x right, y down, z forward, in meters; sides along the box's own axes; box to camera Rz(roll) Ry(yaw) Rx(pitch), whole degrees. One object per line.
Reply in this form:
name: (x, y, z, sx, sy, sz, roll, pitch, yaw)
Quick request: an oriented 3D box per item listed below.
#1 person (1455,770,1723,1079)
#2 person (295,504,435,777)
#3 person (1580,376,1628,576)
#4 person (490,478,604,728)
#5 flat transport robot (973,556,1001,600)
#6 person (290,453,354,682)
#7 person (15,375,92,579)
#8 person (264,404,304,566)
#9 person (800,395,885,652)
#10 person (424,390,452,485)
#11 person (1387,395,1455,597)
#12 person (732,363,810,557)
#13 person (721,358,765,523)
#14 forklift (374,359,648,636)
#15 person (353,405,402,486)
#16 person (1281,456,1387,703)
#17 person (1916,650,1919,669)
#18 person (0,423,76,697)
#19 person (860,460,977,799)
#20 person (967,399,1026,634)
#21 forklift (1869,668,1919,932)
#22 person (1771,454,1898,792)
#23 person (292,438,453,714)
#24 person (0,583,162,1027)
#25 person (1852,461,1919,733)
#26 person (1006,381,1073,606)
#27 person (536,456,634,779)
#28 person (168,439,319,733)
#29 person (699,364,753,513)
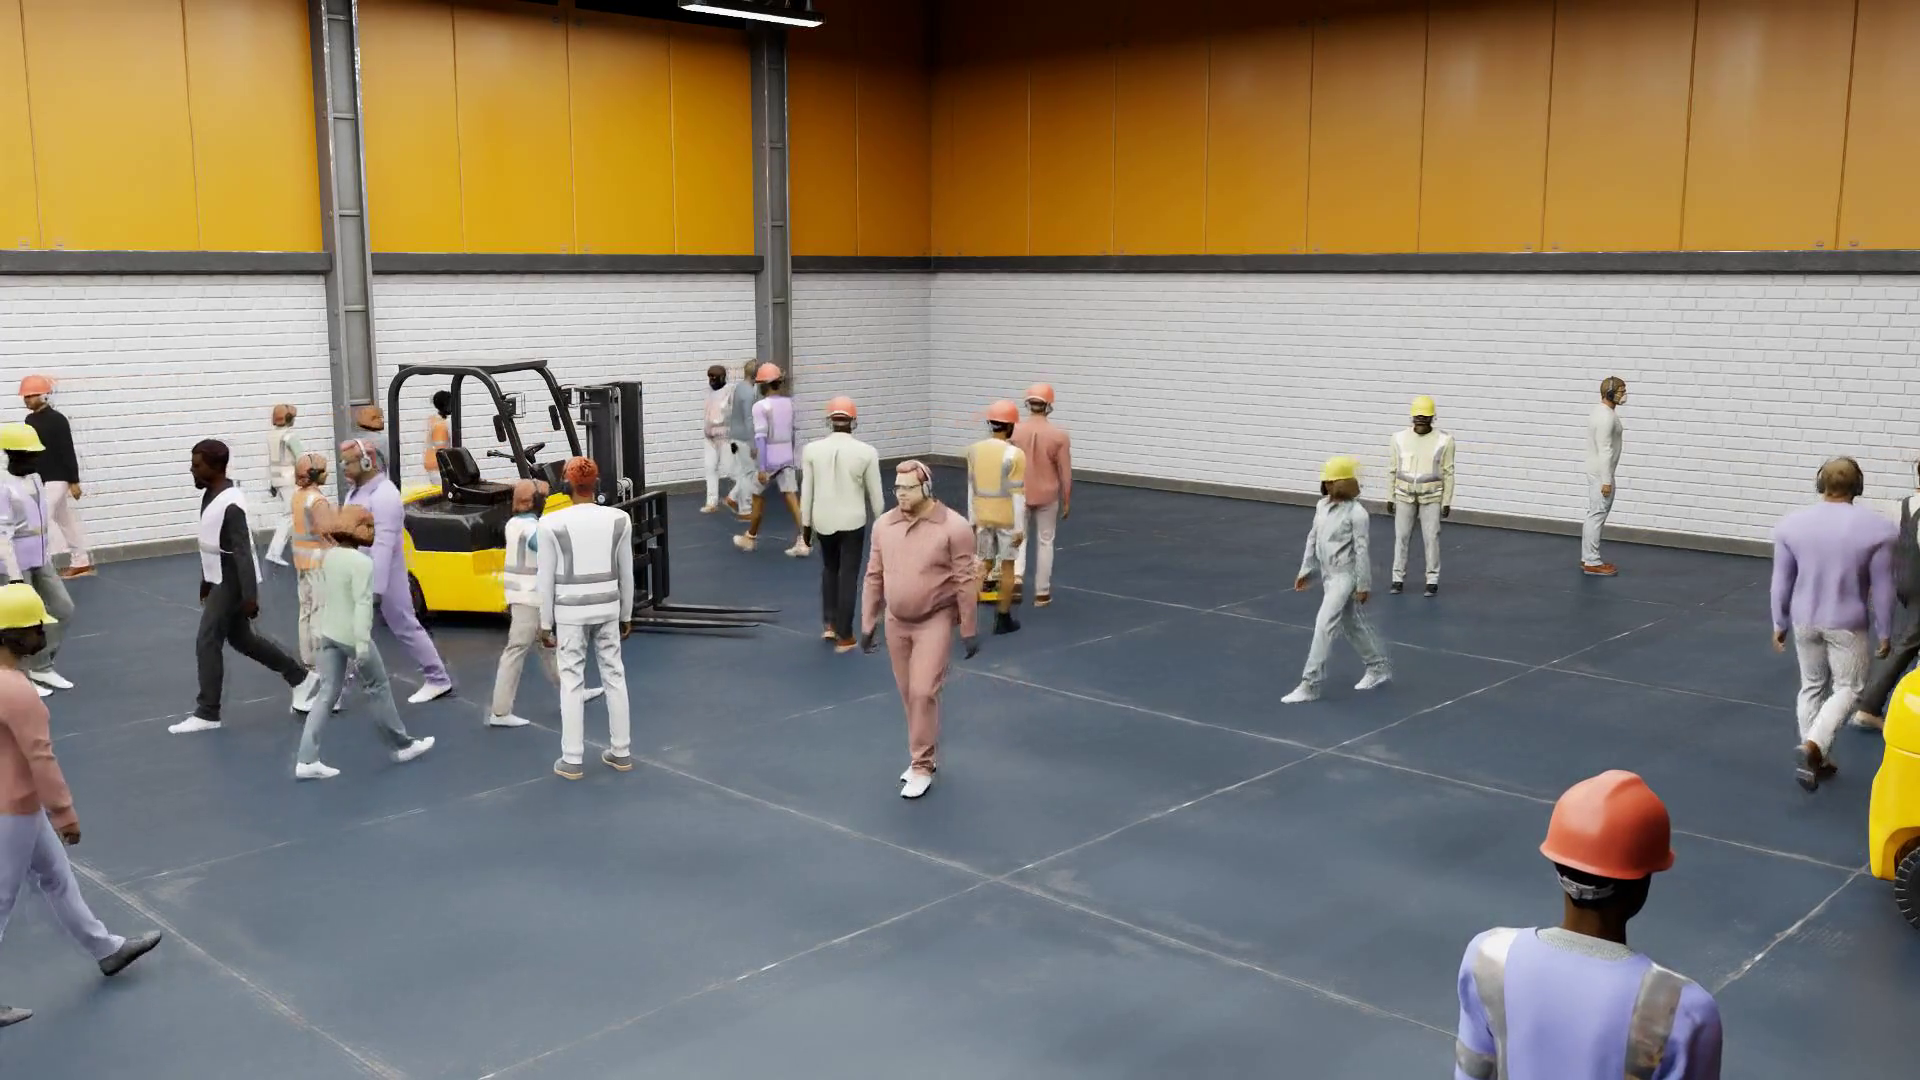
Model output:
person: (1.303, 1.426, 3.481, 0.543, 1.939, 0.355, 8, 12, 41)
person: (-3.549, 0.578, 9.747, 0.537, 1.580, 0.863, 8, 12, 39)
person: (6.215, -0.619, 16.067, 0.366, 1.934, 0.630, 3, 10, 18)
person: (-2.701, 0.400, 10.810, 0.874, 1.593, 0.527, -6, 11, -32)
flat transport robot: (0.059, 0.328, 15.314, 0.652, 0.197, 1.431, 1, 9, 3)
person: (-4.612, 0.197, 11.928, 0.308, 1.641, 0.516, -9, 13, -43)
person: (-8.610, -0.559, 15.566, 0.621, 1.956, 0.903, 8, 12, 39)
person: (-6.715, -0.553, 16.587, 0.528, 1.616, 0.642, 9, 13, 43)
person: (-0.898, -0.138, 12.968, 0.639, 1.965, 0.639, 3, 10, 15)
person: (-5.580, -0.781, 17.840, 0.403, 1.659, 0.578, -2, 10, -15)
person: (4.147, -0.397, 15.025, 0.593, 1.822, 0.403, 5, 10, 27)
person: (-1.924, -0.821, 17.109, 1.077, 1.988, 0.627, 8, 12, 39)
person: (-2.463, -1.143, 19.290, 0.467, 1.914, 0.662, -3, 10, -16)
forklift: (-3.850, -0.407, 13.936, 2.313, 2.155, 1.214, 2, 9, 11)
person: (-5.729, -0.531, 16.489, 0.504, 1.615, 0.542, 8, 12, 40)
person: (2.631, 0.252, 11.446, 0.925, 1.695, 0.481, -3, 10, -20)
person: (5.103, 0.684, 8.598, 0.498, 1.738, 0.552, 1, 9, 8)
person: (-6.361, 0.148, 11.403, 0.514, 1.905, 0.607, 0, 9, 0)
person: (-0.294, 0.498, 9.363, 0.675, 1.875, 0.781, 5, 11, 29)
person: (0.275, -0.172, 13.345, 0.559, 1.914, 0.541, 6, 11, 32)
forklift: (5.205, 0.723, 7.013, 2.313, 2.155, 1.214, 9, 13, 43)
person: (4.870, 0.479, 9.347, 0.742, 1.924, 0.638, -9, 13, -43)
person: (-3.900, 0.238, 11.080, 1.036, 1.849, 0.651, -8, 12, -40)
person: (-3.622, 1.025, 6.591, 0.875, 1.727, 0.546, -8, 12, -42)
person: (6.140, 0.338, 10.624, 0.980, 1.800, 0.530, -2, 9, -10)
person: (0.662, -0.381, 14.417, 0.642, 1.981, 0.575, 2, 10, 13)
person: (-2.169, 0.447, 9.696, 0.569, 1.877, 0.349, -6, 11, -32)
person: (-4.666, 0.270, 10.748, 0.882, 1.889, 0.592, -6, 11, -31)
person: (-2.846, -1.242, 20.225, 0.636, 1.814, 0.716, 7, 11, 36)
